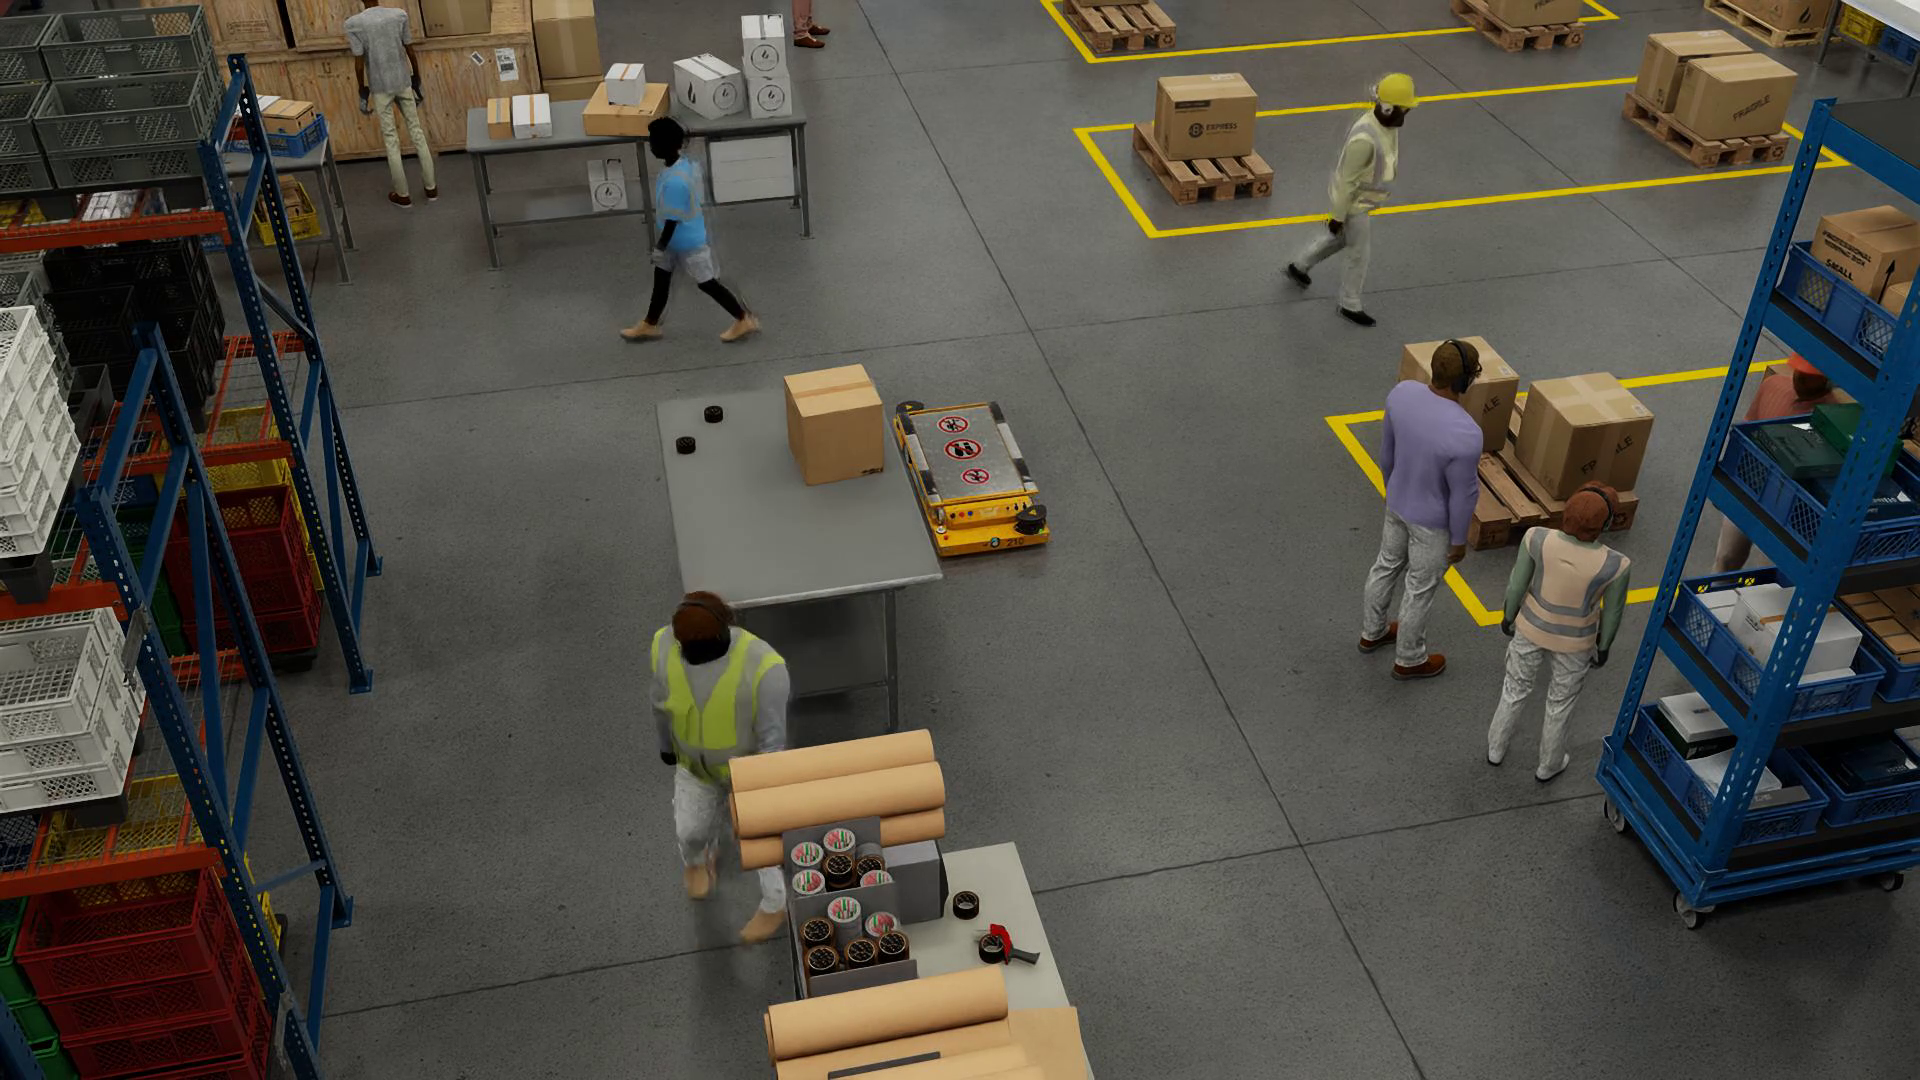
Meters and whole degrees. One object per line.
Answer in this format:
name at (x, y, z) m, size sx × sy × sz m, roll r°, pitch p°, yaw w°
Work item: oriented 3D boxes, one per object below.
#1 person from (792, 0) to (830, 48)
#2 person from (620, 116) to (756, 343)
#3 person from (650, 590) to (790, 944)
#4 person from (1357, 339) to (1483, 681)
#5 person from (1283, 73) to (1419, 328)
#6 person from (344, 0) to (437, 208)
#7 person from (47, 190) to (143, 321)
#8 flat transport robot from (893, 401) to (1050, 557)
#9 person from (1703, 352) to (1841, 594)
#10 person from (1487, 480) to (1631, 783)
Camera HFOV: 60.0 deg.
person at (-1.452, -5.670, 15.800) m, size 0.401 × 1.899 × 0.645 m, roll 1°, pitch 37°, yaw 2°
person at (-1.859, -2.042, 11.122) m, size 0.908 × 1.648 × 0.535 m, roll -10°, pitch 38°, yaw -13°
person at (-1.008, 0.933, 7.012) m, size 0.652 × 1.812 × 0.458 m, roll 9°, pitch 38°, yaw 12°
person at (2.325, -0.148, 8.343) m, size 0.372 × 1.940 × 0.632 m, roll -18°, pitch 40°, yaw -22°
person at (2.662, -2.398, 11.499) m, size 0.782 × 1.797 × 0.625 m, roll 19°, pitch 41°, yaw 24°
person at (-4.428, -3.496, 12.909) m, size 0.520 × 1.860 × 0.328 m, roll -22°, pitch 42°, yaw -26°
person at (-5.396, -1.666, 10.467) m, size 0.945 × 1.836 × 0.586 m, roll 19°, pitch 41°, yaw 24°
flat transport robot at (0.046, -0.430, 10.108) m, size 0.652 × 0.197 × 1.431 m, roll -8°, pitch 37°, yaw -10°
person at (4.054, -0.176, 8.332) m, size 0.375 × 1.997 × 0.611 m, roll -17°, pitch 40°, yaw -21°
person at (2.791, 0.441, 7.799) m, size 0.523 × 1.638 × 0.311 m, roll 21°, pitch 41°, yaw 25°
